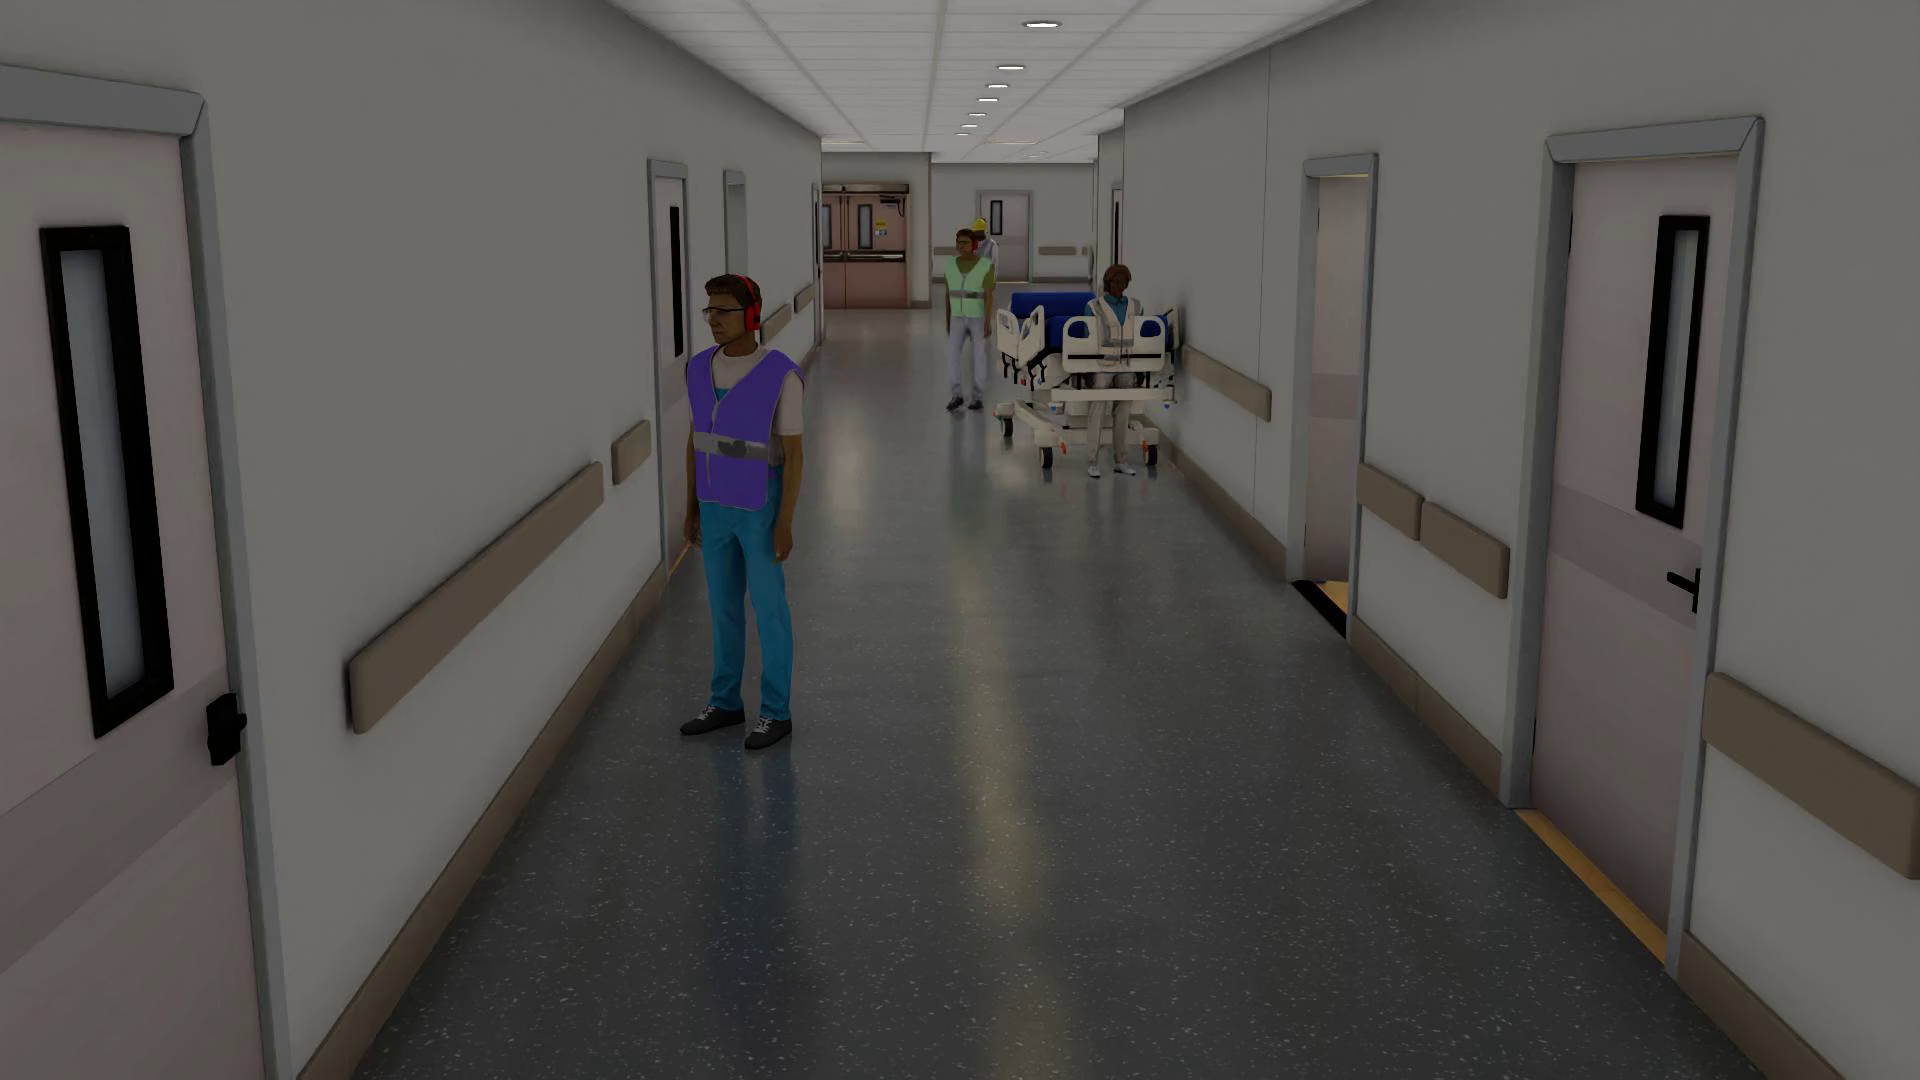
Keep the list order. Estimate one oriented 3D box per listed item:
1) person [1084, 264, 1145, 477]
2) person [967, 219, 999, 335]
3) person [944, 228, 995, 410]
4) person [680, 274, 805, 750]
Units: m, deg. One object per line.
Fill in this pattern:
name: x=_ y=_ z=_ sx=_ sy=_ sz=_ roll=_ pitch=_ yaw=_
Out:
person: x=1.183 y=-1.303 z=12.835 sx=0.523 sy=1.636 sz=0.310 roll=-4 pitch=12 yaw=-21
person: x=0.317 y=-4.129 z=26.162 sx=0.590 sy=1.824 sz=0.403 roll=7 pitch=13 yaw=29
person: x=0.071 y=-2.216 z=16.809 sx=0.565 sy=1.829 sz=0.618 roll=4 pitch=12 yaw=20
person: x=-0.846 y=-0.115 z=6.535 sx=0.567 sy=1.847 sz=0.389 roll=8 pitch=14 yaw=33
